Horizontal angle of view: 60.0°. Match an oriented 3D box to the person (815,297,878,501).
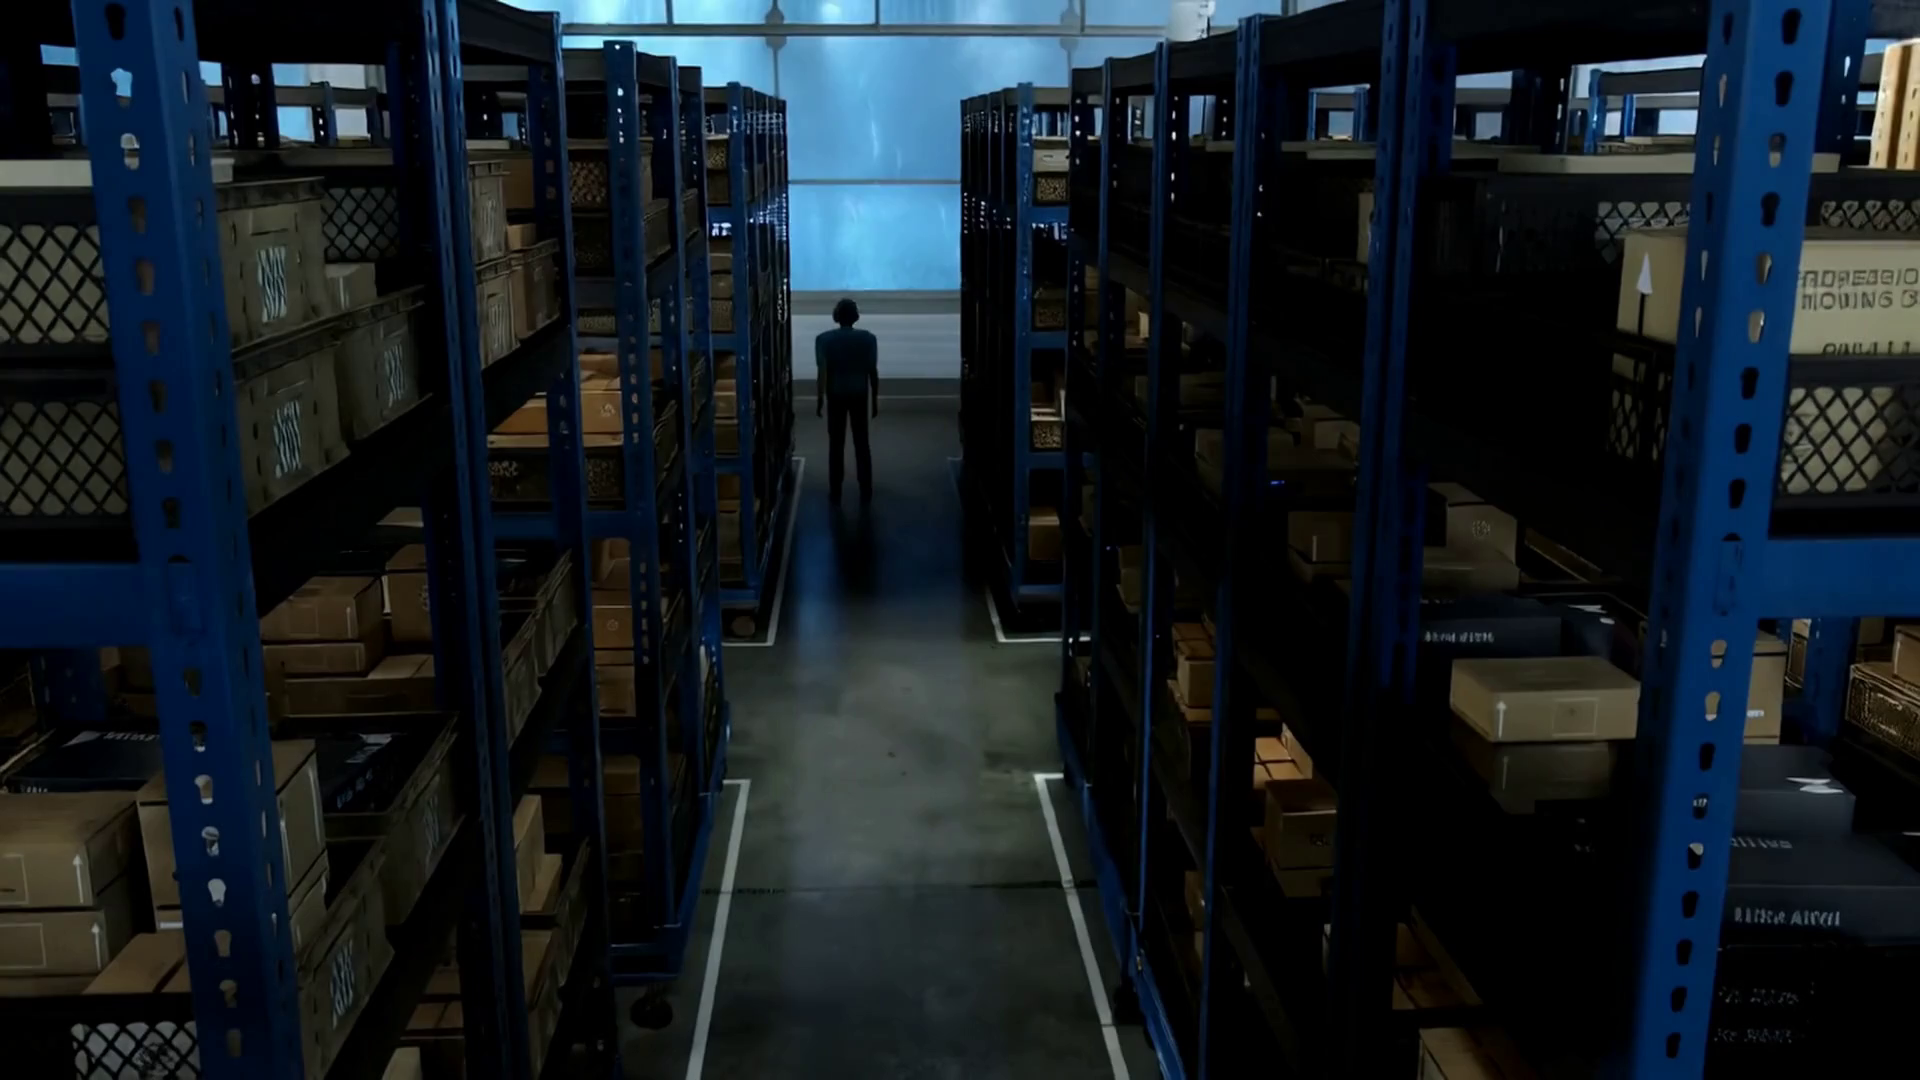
[{"bbox_3d":[-1.023,-1.263,15.060,0.567,1.841,0.375,-2,14,-7],"label":"person"}]
